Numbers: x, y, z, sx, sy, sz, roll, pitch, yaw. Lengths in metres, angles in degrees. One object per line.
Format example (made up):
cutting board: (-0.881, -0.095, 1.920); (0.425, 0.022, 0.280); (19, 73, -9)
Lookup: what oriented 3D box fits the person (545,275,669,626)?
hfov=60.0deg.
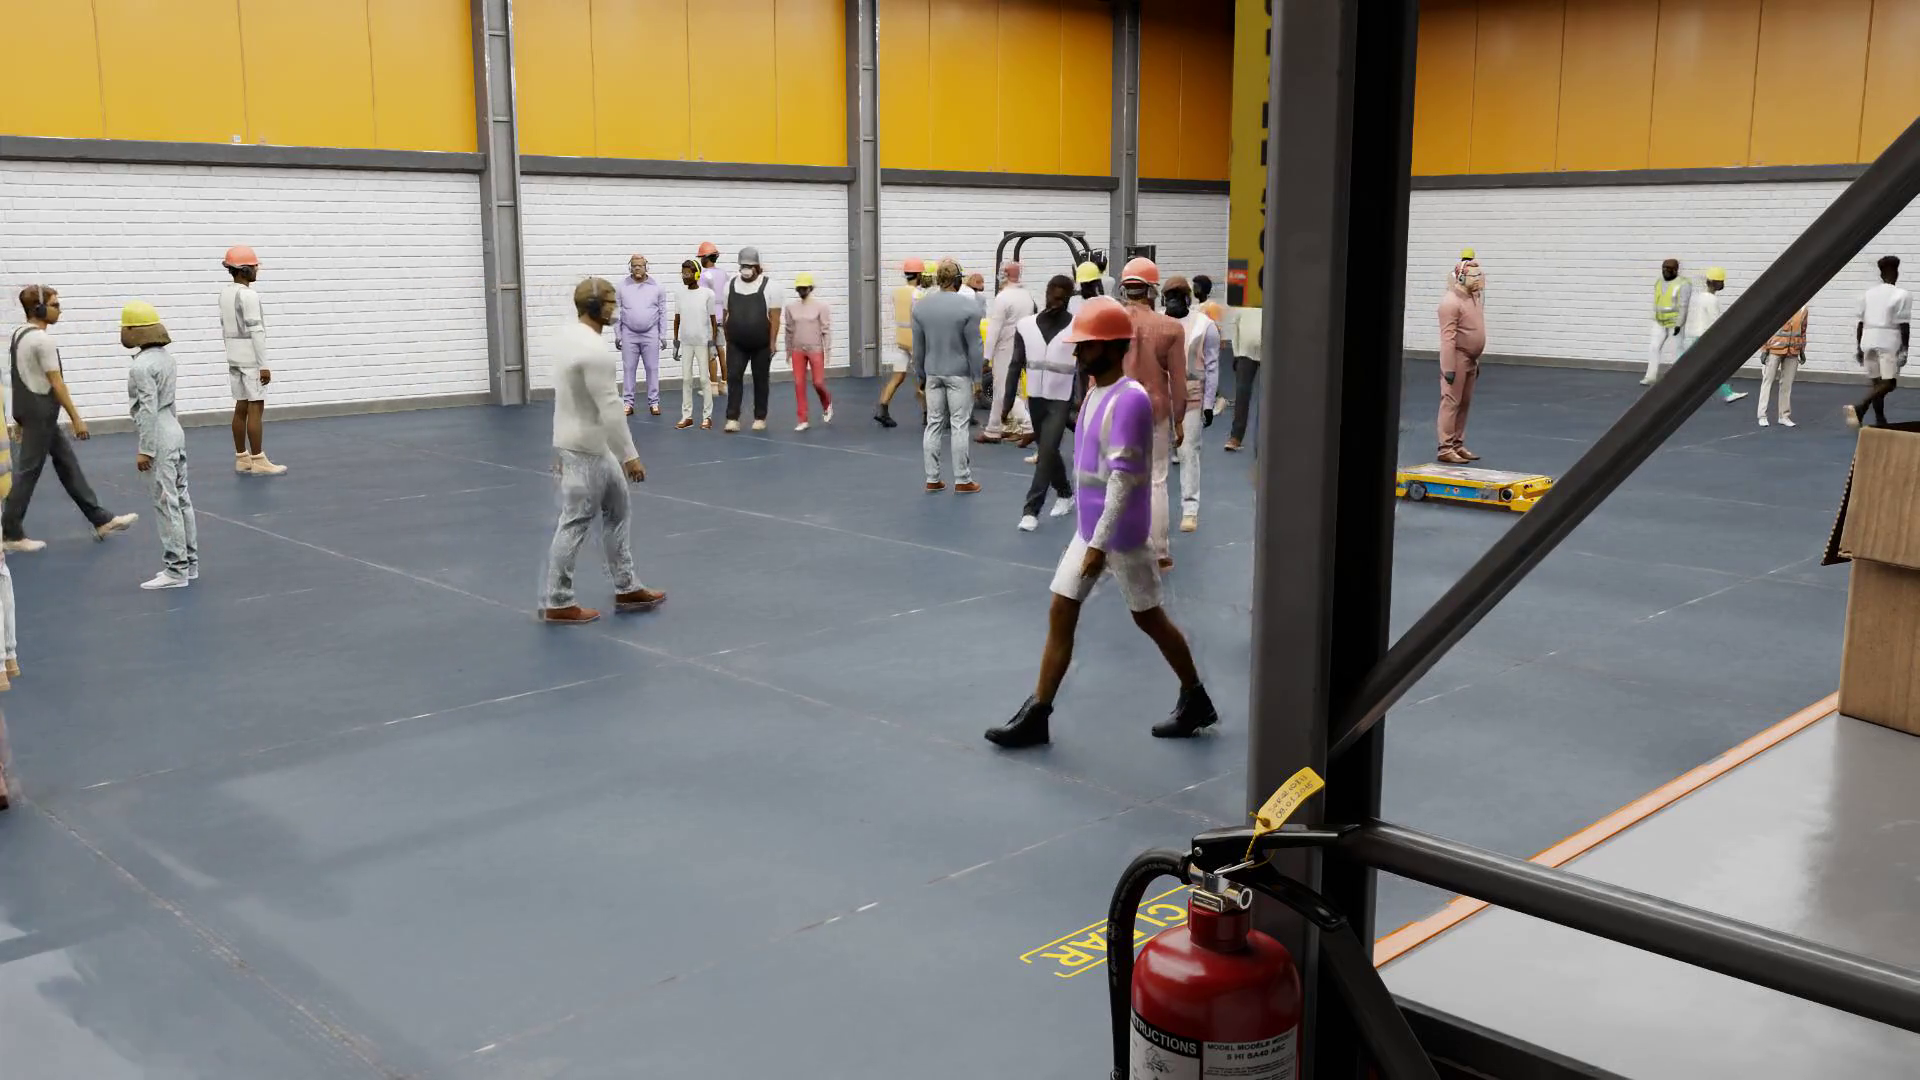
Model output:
person: (-1.940, -0.486, 9.162); (0.865, 1.908, 0.644); (-4, 11, -21)

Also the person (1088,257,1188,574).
person: (1.123, -0.779, 10.524); (0.621, 1.990, 0.396); (2, 11, 10)

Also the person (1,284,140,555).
person: (-6.136, -0.827, 11.299); (0.962, 1.794, 0.509); (-9, 14, -40)

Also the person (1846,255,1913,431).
person: (9.754, -2.064, 17.710); (0.739, 1.930, 0.602); (-5, 11, -24)

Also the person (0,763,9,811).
person: (-3.811, 0.100, 6.028); (0.544, 1.889, 0.651); (-6, 12, -28)

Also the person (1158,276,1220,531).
person: (1.541, -0.982, 12.045); (0.633, 1.841, 0.429); (4, 11, 22)

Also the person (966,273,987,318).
person: (0.157, -2.925, 23.261); (0.509, 1.612, 0.542); (10, 14, 42)

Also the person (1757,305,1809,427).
person: (9.197, -2.081, 18.588); (0.522, 1.638, 0.310); (0, 10, -2)

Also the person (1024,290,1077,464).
person: (0.965, -1.518, 15.427); (0.685, 1.675, 0.546); (1, 10, 4)

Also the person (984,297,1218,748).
person: (0.640, -0.062, 6.929); (1.028, 1.892, 0.548); (-4, 11, -21)

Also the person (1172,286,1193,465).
person: (1.925, -1.485, 15.168); (0.566, 1.708, 0.913); (1, 10, 6)

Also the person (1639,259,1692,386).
person: (9.980, -3.054, 23.460); (0.783, 1.801, 0.646); (-6, 12, -29)

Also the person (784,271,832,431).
person: (-1.658, -2.088, 18.324); (0.551, 1.749, 0.557); (3, 11, 14)

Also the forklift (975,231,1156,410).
forklift: (1.222, -2.721, 20.561); (2.313, 2.155, 1.214); (2, 11, 13)

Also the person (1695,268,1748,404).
person: (9.479, -2.549, 20.911); (0.909, 1.713, 0.551); (4, 11, 19)

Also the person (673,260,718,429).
person: (-2.924, -2.149, 18.344); (0.526, 1.864, 0.315); (3, 11, 14)

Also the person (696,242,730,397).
person: (-3.314, -2.920, 22.068); (0.392, 2.039, 0.615); (5, 12, 27)

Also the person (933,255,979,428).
person: (0.004, -2.189, 18.435); (0.571, 1.904, 0.561); (7, 12, 32)

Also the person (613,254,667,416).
person: (-3.794, -2.427, 19.745); (0.639, 1.909, 0.409); (-2, 11, -10)

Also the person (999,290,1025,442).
person: (0.518, -1.828, 17.227); (0.283, 1.633, 0.497); (-5, 11, -25)

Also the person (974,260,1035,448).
person: (0.483, -1.875, 16.799); (0.831, 1.878, 0.650); (5, 12, 27)

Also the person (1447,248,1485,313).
person: (8.059, -3.686, 26.555); (0.591, 1.925, 0.385); (3, 11, 15)

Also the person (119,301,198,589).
person: (-4.886, -0.575, 10.098); (0.318, 1.740, 0.488); (-1, 10, -6)

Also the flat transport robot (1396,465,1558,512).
flat transport robot: (4.113, -0.433, 13.337); (0.652, 0.197, 1.431); (-10, 14, -44)

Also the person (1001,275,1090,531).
person: (0.670, -1.037, 12.342); (0.651, 1.854, 1.033); (5, 11, 25)

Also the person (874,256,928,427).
person: (-0.586, -2.198, 18.535); (0.549, 1.907, 0.913); (10, 14, 43)

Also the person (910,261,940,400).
person: (-0.407, -2.697, 21.482); (0.443, 1.802, 0.604); (-9, 14, -40)

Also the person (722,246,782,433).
person: (-2.286, -2.180, 18.029); (0.685, 2.000, 0.847); (1, 10, 5)

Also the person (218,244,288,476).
person: (-6.326, -1.592, 14.810); (0.607, 2.048, 0.367); (9, 14, 40)

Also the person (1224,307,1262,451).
person: (2.996, -1.862, 16.633); (0.645, 1.937, 1.013); (7, 12, 33)

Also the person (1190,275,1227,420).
person: (2.791, -2.196, 19.088); (0.401, 1.684, 0.539); (-4, 11, -18)

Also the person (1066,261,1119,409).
person: (1.282, -1.740, 16.062); (0.599, 1.897, 0.849); (4, 11, 23)

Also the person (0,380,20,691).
person: (-4.669, -0.198, 7.771); (0.429, 1.840, 0.633); (-3, 11, -17)

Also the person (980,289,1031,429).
person: (0.463, -1.897, 17.687); (0.815, 1.591, 0.526); (6, 12, 30)

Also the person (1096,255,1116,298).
person: (1.937, -3.045, 23.216); (0.512, 1.872, 0.328); (-8, 13, -36)

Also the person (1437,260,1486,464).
person: (4.721, -1.667, 15.639); (0.401, 1.901, 0.646); (8, 13, 37)

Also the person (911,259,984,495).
person: (-0.088, -1.337, 13.714); (0.636, 1.939, 0.364); (5, 12, 26)
